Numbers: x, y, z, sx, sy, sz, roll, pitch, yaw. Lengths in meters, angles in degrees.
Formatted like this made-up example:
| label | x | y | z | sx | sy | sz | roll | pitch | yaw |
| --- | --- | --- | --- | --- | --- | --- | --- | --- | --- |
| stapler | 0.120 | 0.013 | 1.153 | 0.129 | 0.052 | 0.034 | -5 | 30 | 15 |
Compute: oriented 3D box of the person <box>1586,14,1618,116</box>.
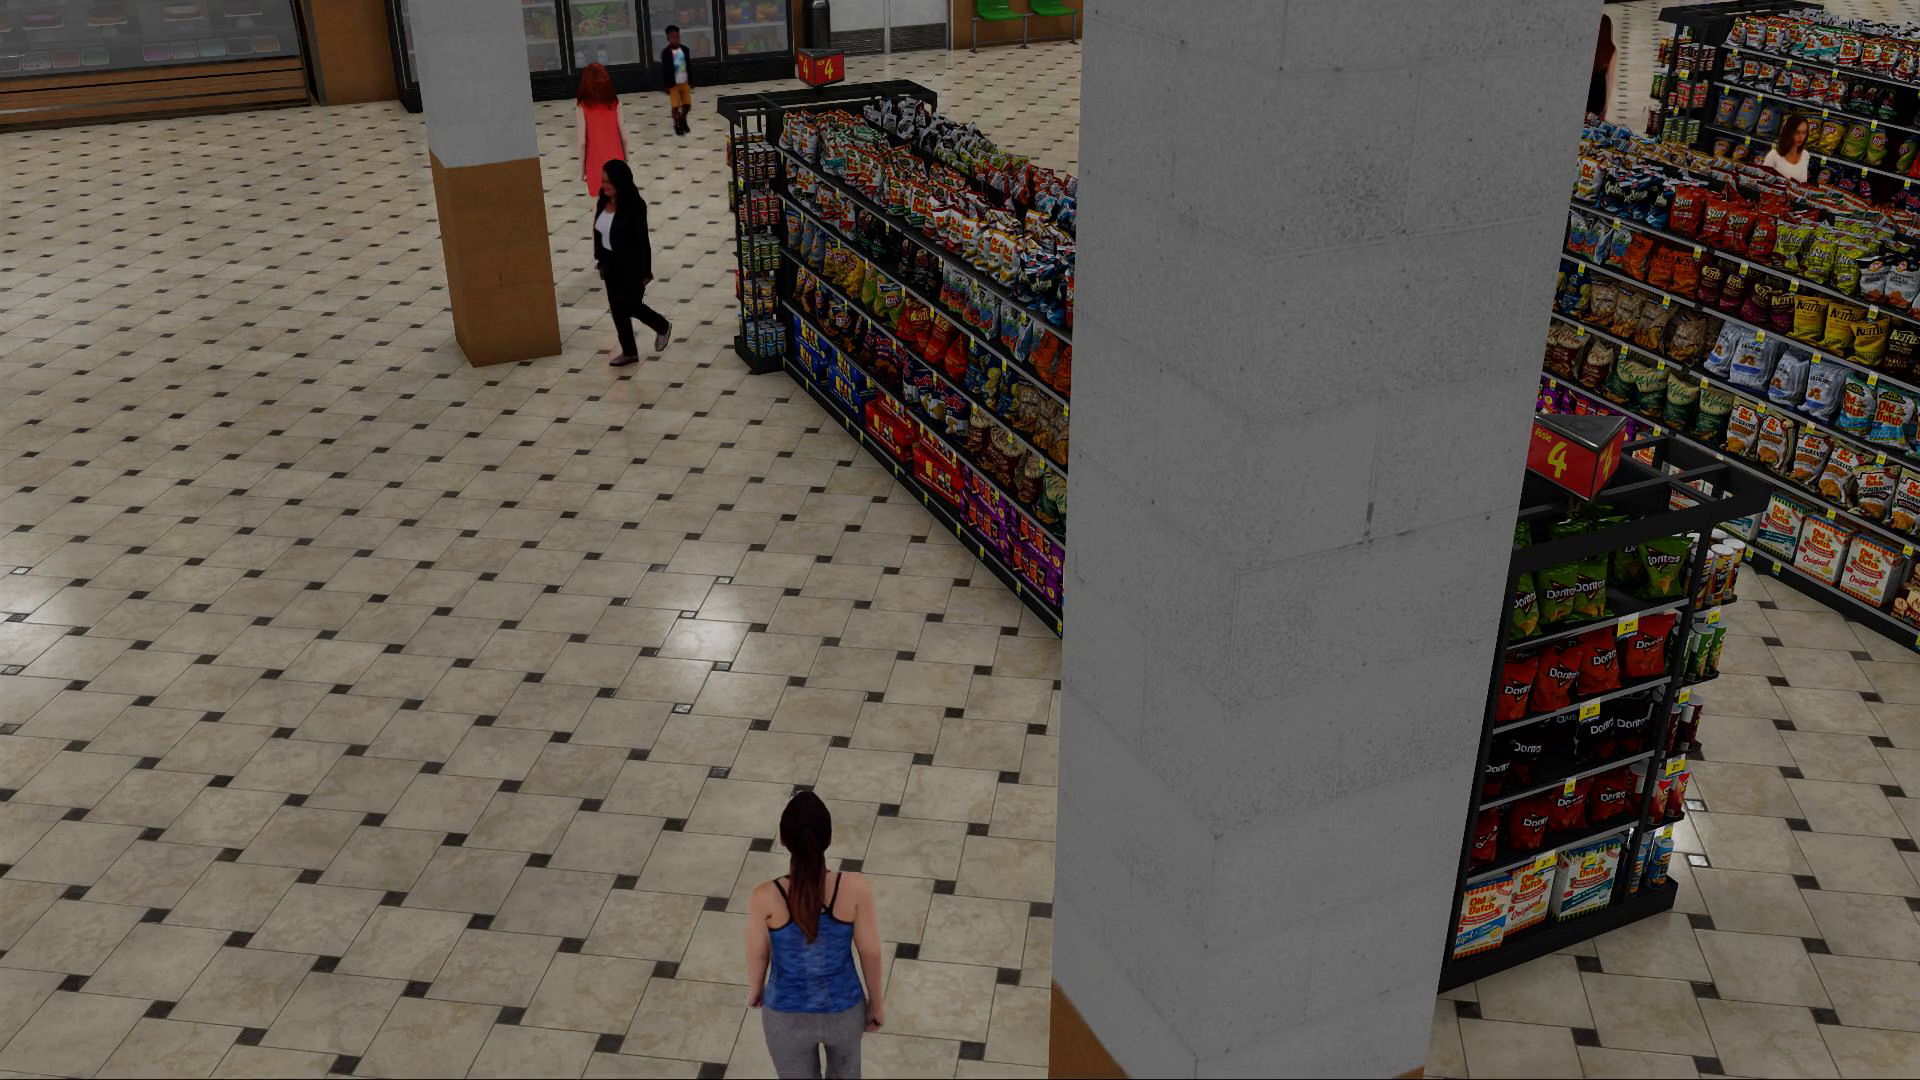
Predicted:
| label | x | y | z | sx | sy | sz | roll | pitch | yaw |
| --- | --- | --- | --- | --- | --- | --- | --- | --- | --- |
| person | 6.580 | -4.595 | 17.402 | 0.791 | 1.717 | 0.864 | 6 | 28 | 12 |

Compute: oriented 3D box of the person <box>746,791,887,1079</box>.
| label | x | y | z | sx | sy | sz | roll | pitch | yaw |
| --- | --- | --- | --- | --- | --- | --- | --- | --- | --- |
| person | -0.467 | 1.574 | 5.371 | 0.639 | 1.595 | 0.640 | -5 | 27 | -10 |

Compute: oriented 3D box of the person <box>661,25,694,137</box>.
| label | x | y | z | sx | sy | sz | roll | pitch | yaw |
| --- | --- | --- | --- | --- | --- | --- | --- | --- | --- |
| person | -3.319 | -5.381 | 19.453 | 0.540 | 1.262 | 0.549 | -15 | 30 | -27 |

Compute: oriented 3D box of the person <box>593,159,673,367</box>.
| label | x | y | z | sx | sy | sz | roll | pitch | yaw |
| --- | --- | --- | --- | --- | --- | --- | --- | --- | --- |
| person | -2.479 | -2.107 | 12.621 | 0.859 | 1.603 | 0.886 | 18 | 32 | 32 |

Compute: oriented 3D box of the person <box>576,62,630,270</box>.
| label | x | y | z | sx | sy | sz | roll | pitch | yaw |
| --- | --- | --- | --- | --- | --- | --- | --- | --- | --- |
| person | -3.140 | -3.294 | 14.714 | 0.598 | 1.828 | 0.491 | -11 | 29 | -21 |

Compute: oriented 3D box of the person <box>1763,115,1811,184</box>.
| label | x | y | z | sx | sy | sz | roll | pitch | yaw |
| --- | --- | --- | --- | --- | --- | --- | --- | --- | --- |
| person | 6.620 | -2.652 | 13.623 | 0.689 | 1.670 | 0.690 | -4 | 27 | -8 |

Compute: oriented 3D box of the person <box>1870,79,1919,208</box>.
| label | x | y | z | sx | sy | sz | roll | pitch | yaw |
| --- | --- | --- | --- | --- | --- | --- | --- | --- | --- |
| person | 8.113 | -3.134 | 14.474 | 0.749 | 1.758 | 0.755 | 22 | 34 | 37 |
